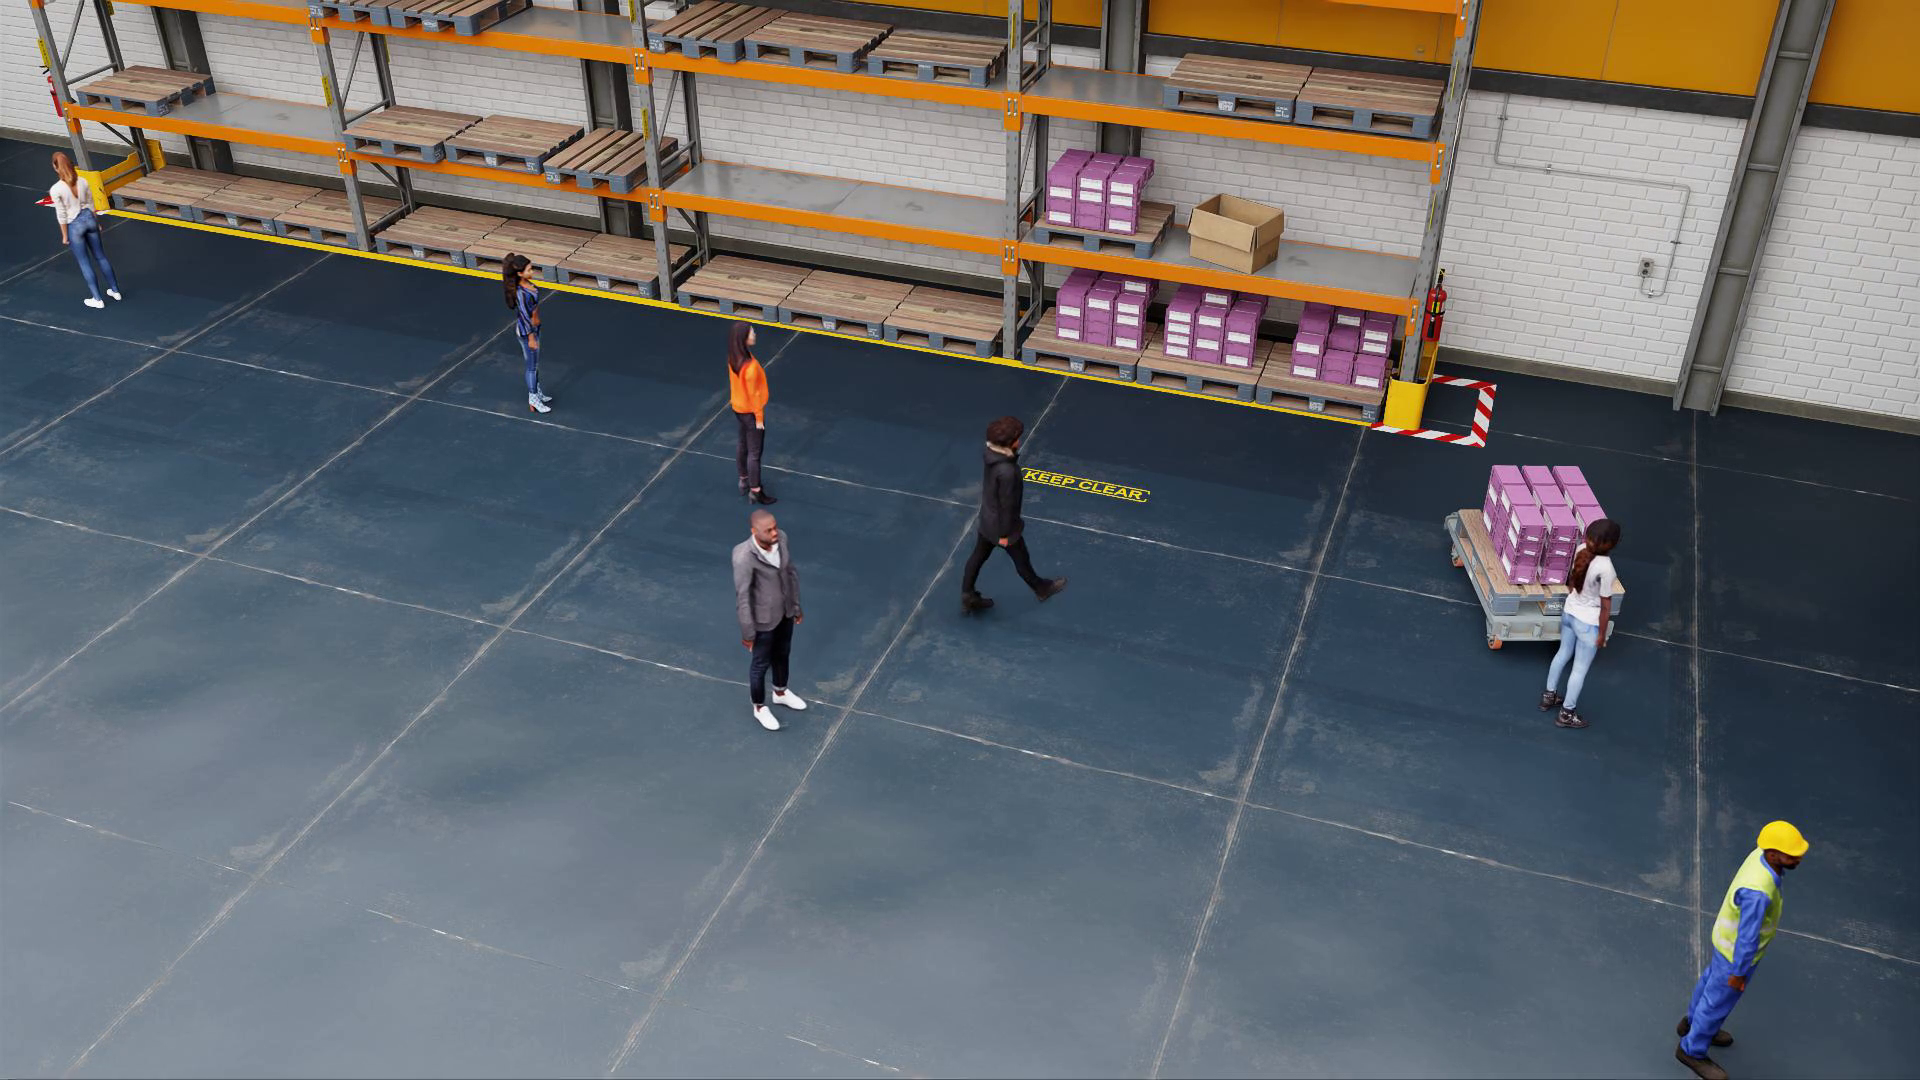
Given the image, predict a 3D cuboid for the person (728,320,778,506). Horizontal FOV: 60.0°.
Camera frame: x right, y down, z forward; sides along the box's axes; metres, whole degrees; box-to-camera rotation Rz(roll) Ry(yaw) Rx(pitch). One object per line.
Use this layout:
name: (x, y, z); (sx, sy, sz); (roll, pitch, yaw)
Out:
person: (-1.853, -1.125, 14.551); (0.765, 1.749, 0.695); (-16, 37, -23)

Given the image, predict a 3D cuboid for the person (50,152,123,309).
person: (-9.466, -3.351, 17.927); (0.569, 1.719, 0.648); (17, 37, 24)

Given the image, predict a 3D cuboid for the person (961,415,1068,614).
person: (0.238, -0.133, 13.081); (1.175, 1.724, 1.084); (-13, 36, -18)

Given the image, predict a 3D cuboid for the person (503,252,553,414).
person: (-4.137, -2.002, 15.988); (0.704, 1.618, 0.703); (-4, 34, -6)

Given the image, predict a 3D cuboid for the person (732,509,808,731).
person: (-1.384, 0.532, 11.997); (0.690, 1.815, 0.776); (22, 39, 29)

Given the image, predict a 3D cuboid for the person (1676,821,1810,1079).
person: (4.409, 2.270, 9.385); (0.633, 1.812, 0.707); (18, 38, 25)

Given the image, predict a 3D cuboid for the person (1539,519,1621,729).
person: (4.500, 0.582, 12.009); (0.699, 1.719, 0.669); (-9, 35, -13)
